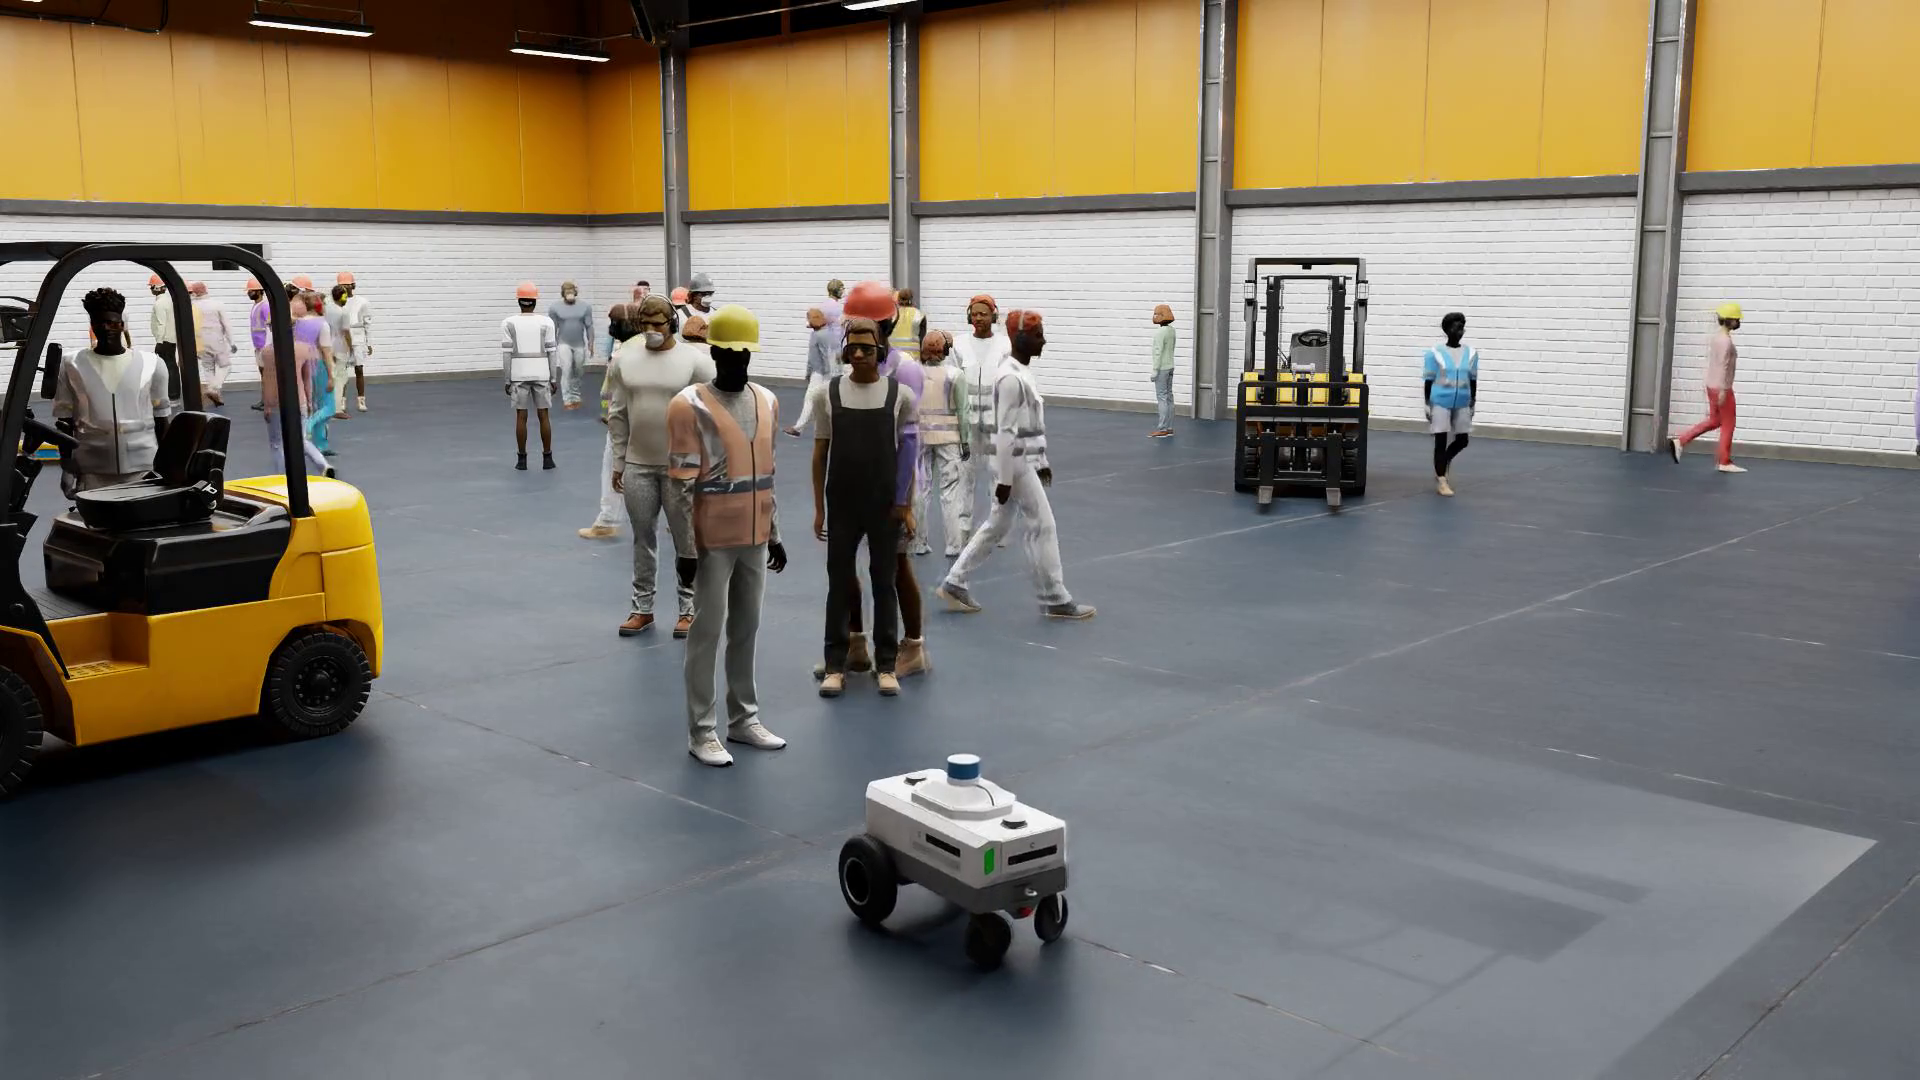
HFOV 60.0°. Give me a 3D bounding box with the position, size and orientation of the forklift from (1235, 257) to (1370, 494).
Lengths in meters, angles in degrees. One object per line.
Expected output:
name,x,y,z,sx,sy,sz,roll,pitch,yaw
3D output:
forklift,3.309,-1.629,16.029,1.214,2.155,2.313,2,9,11

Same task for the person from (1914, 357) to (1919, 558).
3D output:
person,6.695,-0.671,11.039,0.647,1.908,0.409,9,13,43

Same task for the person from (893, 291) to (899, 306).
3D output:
person,-0.909,-2.908,25.251,0.294,1.744,0.486,-7,12,-37

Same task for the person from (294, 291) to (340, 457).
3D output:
person,-7.078,-1.791,18.144,0.593,1.827,0.596,6,11,34

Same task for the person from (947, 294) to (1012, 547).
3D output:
person,0.164,-0.884,12.420,0.575,1.882,0.355,1,9,8

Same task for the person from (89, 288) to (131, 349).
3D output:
person,-11.529,-2.514,22.625,0.506,1.810,0.908,-6,11,-31

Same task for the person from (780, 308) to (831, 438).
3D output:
person,-1.768,-2.043,20.401,0.877,1.583,0.517,-2,10,-15

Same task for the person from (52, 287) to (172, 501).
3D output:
person,-4.758,-0.433,9.389,0.604,1.966,0.367,-5,11,-29

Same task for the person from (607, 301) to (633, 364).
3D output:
person,-4.768,-2.554,23.458,0.557,1.613,0.557,4,10,23

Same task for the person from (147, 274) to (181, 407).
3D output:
person,-11.983,-3.000,25.041,0.379,1.996,0.611,-2,9,-9

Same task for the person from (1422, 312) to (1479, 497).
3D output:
person,4.469,-1.254,15.281,0.533,1.686,0.507,-1,9,-6

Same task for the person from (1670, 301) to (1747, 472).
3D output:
person,7.697,-1.561,16.980,0.659,1.743,0.528,2,9,11

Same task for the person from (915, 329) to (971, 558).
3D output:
person,-0.163,-0.691,11.970,0.514,1.642,0.310,4,10,24

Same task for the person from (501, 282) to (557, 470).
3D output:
person,-4.434,-1.686,17.164,0.547,1.938,0.359,-2,10,-14

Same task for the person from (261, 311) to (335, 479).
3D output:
person,-5.987,-1.223,14.914,0.650,1.746,0.531,5,10,26

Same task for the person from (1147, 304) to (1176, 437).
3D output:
person,2.500,-2.083,20.531,0.285,1.633,0.497,5,11,29

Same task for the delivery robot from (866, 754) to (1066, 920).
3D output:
delivery robot,0.012,0.912,5.178,0.477,0.478,0.707,-7,11,-35

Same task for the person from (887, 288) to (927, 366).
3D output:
person,-0.729,-2.384,21.789,0.633,1.824,0.457,1,9,7

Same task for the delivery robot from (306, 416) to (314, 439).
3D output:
delivery robot,-7.698,-1.432,19.546,0.477,0.478,0.707,-3,10,-15

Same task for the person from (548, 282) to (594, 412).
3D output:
person,-5.709,-2.837,24.421,0.643,1.894,0.741,-3,10,-20

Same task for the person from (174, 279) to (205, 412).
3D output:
person,-10.273,-2.492,22.105,0.357,1.937,0.551,-1,9,-7

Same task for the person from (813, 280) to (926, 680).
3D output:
person,-0.478,-0.275,8.269,0.703,2.014,0.666,-6,11,-34

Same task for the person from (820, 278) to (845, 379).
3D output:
person,-1.727,-2.586,22.683,0.375,1.939,0.628,-3,10,-20

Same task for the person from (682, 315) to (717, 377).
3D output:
person,-2.503,-1.313,15.805,0.508,1.632,0.265,2,9,10

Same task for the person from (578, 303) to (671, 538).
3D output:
person,-2.507,-0.919,12.843,0.845,1.816,0.632,0,9,1

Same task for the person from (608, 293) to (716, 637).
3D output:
person,-1.679,-0.414,9.377,0.627,1.935,0.371,2,9,11

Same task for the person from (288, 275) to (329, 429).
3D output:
person,-8.447,-2.402,21.408,0.611,1.986,0.393,8,13,42

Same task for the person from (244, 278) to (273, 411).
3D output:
person,-10.228,-2.857,24.342,0.379,1.937,0.547,-8,12,-39

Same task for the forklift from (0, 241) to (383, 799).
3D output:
forklift,-3.706,-0.171,7.093,1.214,2.155,2.313,9,13,43

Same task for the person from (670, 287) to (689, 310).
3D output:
person,-2.956,-1.779,17.919,0.563,1.896,0.963,0,9,-2

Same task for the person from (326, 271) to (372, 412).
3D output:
person,-8.828,-2.864,24.066,0.611,2.042,0.394,-3,10,-21

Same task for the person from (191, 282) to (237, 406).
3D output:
person,-11.269,-2.929,24.976,0.713,1.880,0.527,0,9,-2

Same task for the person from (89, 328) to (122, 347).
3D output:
person,-10.827,-2.217,21.154,0.315,1.696,0.540,0,9,-1

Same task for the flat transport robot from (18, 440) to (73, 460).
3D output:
flat transport robot,-9.582,-0.969,17.867,1.431,0.197,0.652,-1,9,-8

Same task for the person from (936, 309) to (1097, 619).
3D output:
person,0.302,-0.443,9.861,0.955,1.846,0.591,1,9,5

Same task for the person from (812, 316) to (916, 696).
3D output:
person,-0.462,-0.157,8.071,0.506,1.846,0.351,0,9,-1

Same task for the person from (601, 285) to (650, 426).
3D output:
person,-4.171,-2.333,21.354,0.928,1.871,0.643,-2,9,-13

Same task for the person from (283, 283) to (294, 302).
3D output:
person,-9.433,-2.688,23.518,0.309,1.868,0.535,2,9,11

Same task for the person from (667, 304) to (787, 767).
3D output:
person,-0.957,-0.024,7.014,0.372,1.923,0.593,7,12,38

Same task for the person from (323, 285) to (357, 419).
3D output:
person,-8.561,-2.579,22.922,0.615,1.844,0.438,6,11,35

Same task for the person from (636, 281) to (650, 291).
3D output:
person,-4.471,-2.745,23.757,0.608,1.898,0.599,9,13,44

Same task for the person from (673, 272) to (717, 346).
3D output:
person,-2.508,-1.613,16.404,0.679,2.000,0.537,-9,13,-44
